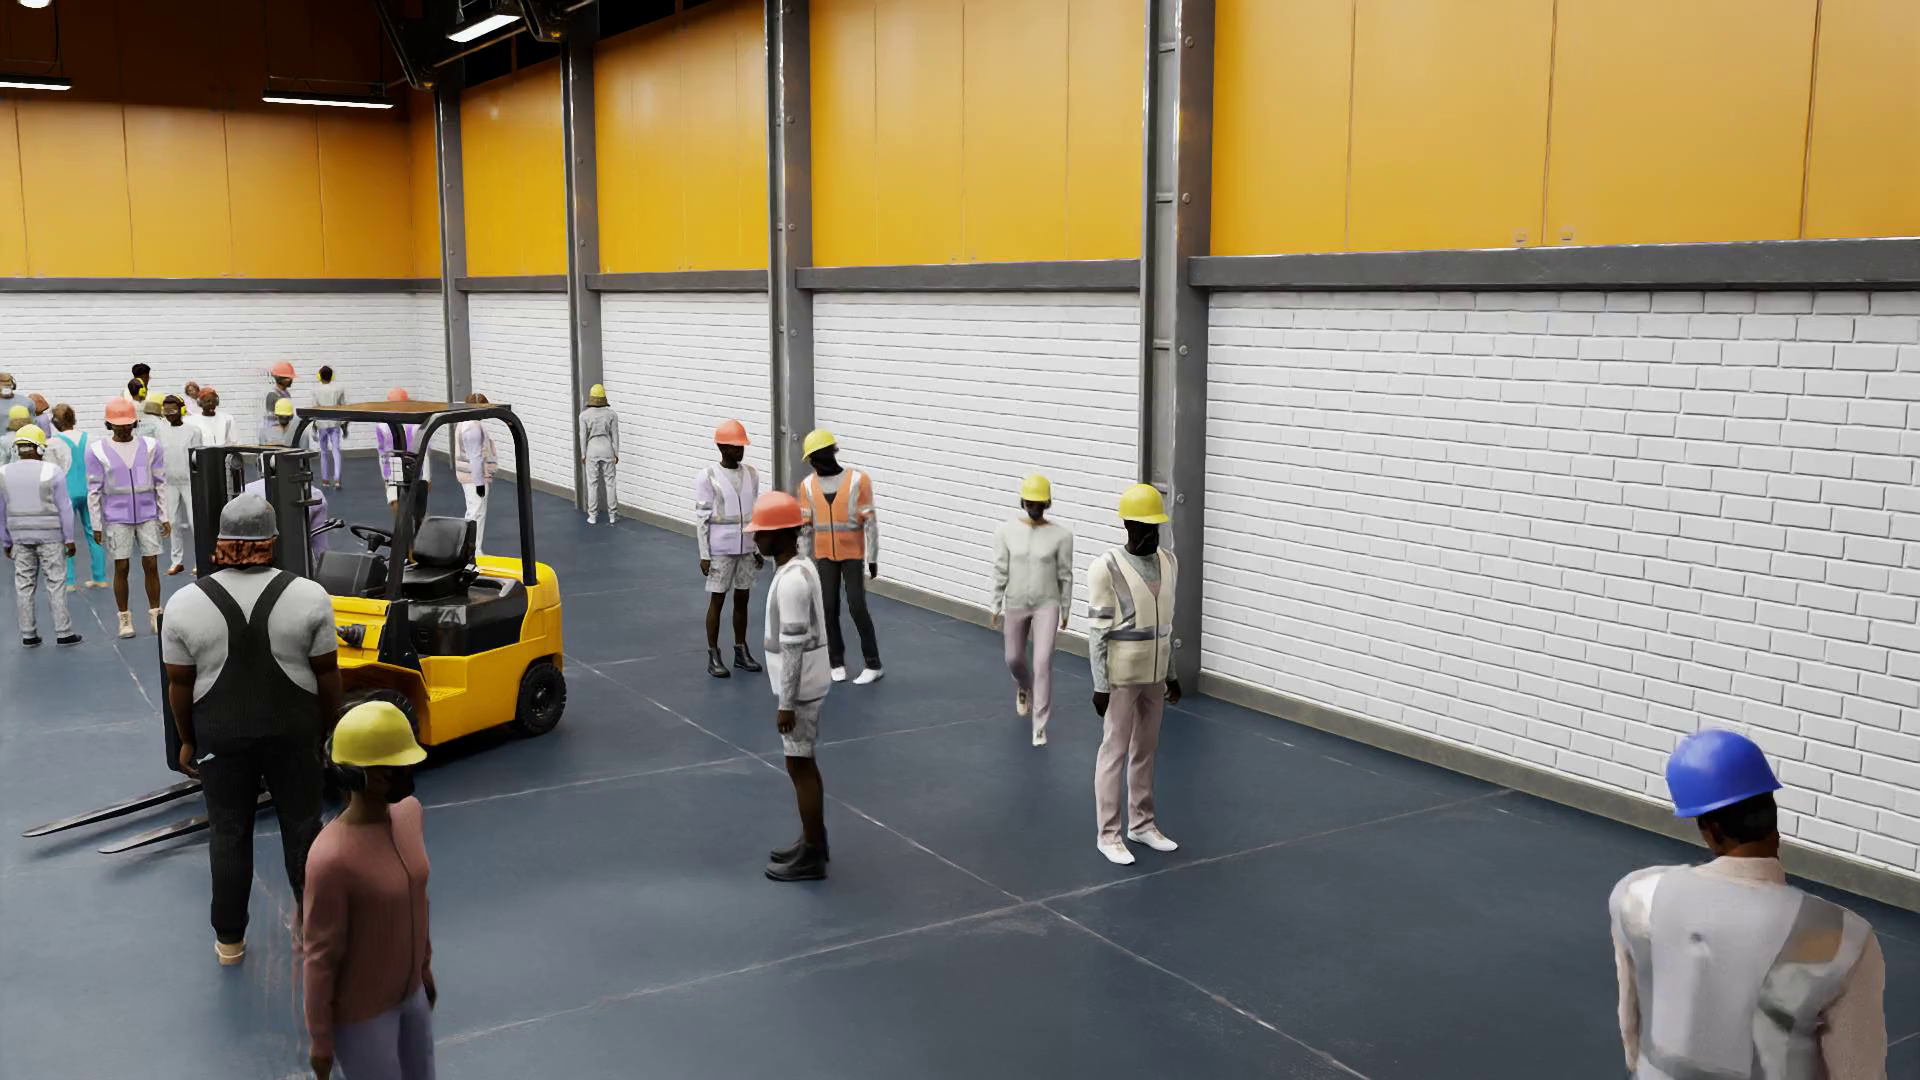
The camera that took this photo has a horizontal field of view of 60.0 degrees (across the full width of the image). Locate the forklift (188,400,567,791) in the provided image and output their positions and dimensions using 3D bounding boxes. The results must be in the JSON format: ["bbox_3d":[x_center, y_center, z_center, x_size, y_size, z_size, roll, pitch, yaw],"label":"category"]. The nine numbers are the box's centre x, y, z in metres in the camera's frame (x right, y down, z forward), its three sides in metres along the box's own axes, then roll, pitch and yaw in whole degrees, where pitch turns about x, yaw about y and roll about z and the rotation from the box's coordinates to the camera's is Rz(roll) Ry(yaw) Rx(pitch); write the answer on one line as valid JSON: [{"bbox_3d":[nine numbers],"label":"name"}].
[{"bbox_3d":[-3.529,0.258,10.348,1.214,2.155,2.313,4,9,25],"label":"forklift"}]

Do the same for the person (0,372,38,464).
[{"bbox_3d":[-11.565,-1.079,20.268,0.635,1.929,0.382,-8,11,-42],"label":"person"}]

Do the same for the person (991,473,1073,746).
[{"bbox_3d":[0.479,0.412,10.855,0.527,1.741,0.741,2,9,11],"label":"person"}]

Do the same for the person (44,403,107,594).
[{"bbox_3d":[-8.480,-0.397,15.955,0.361,1.838,0.539,6,10,34],"label":"person"}]

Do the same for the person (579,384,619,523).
[{"bbox_3d":[-4.519,-1.079,20.876,0.486,1.744,0.294,-2,9,-14],"label":"person"}]

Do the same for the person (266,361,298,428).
[{"bbox_3d":[-8.615,-1.285,21.343,0.666,2.014,0.629,-2,9,-13],"label":"person"}]

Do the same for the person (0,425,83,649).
[{"bbox_3d":[-7.465,-0.022,13.481,0.586,1.824,0.404,-1,8,-4],"label":"person"}]

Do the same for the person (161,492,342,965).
[{"bbox_3d":[-3.037,0.800,7.211,0.689,2.000,0.539,-3,9,-20],"label":"person"}]

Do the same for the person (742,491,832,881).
[{"bbox_3d":[-0.848,0.717,8.206,0.431,1.922,0.544,-1,8,-5],"label":"person"}]

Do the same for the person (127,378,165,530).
[{"bbox_3d":[-9.943,-1.033,20.175,0.530,1.862,0.327,4,9,23],"label":"person"}]

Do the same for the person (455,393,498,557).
[{"bbox_3d":[-5.100,-0.633,17.573,0.429,1.837,0.633,-3,9,-21],"label":"person"}]

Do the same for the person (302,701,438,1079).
[{"bbox_3d":[-1.745,1.305,4.758,0.581,1.754,0.526,2,9,10],"label":"person"}]

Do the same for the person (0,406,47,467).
[{"bbox_3d":[-9.982,-0.595,17.814,0.517,1.678,0.951,-2,9,-15],"label":"person"}]

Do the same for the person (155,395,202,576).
[{"bbox_3d":[-7.943,-0.555,16.964,0.514,1.861,0.321,1,8,6],"label":"person"}]

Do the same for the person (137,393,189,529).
[{"bbox_3d":[-9.545,-0.899,19.802,0.502,1.683,0.806,7,11,37],"label":"person"}]

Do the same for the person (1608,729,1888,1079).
[{"bbox_3d":[1.724,1.389,3.718,0.386,1.904,0.645,-5,10,-32],"label":"person"}]

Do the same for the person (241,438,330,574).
[{"bbox_3d":[-4.504,0.292,11.030,0.632,1.930,0.375,-5,10,-29],"label":"person"}]

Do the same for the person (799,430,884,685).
[{"bbox_3d":[-0.891,0.123,12.381,0.655,1.867,0.401,3,9,17],"label":"person"}]

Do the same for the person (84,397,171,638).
[{"bbox_3d":[-6.935,-0.183,13.903,0.615,2.028,0.409,-7,11,-39],"label":"person"}]

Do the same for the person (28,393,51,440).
[{"bbox_3d":[-11.593,-1.039,21.014,0.288,1.629,0.506,-6,11,-36],"label":"person"}]

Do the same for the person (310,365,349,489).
[{"bbox_3d":[-9.318,-1.665,24.608,0.542,1.821,0.989,-5,10,-29],"label":"person"}]

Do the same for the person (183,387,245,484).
[{"bbox_3d":[-8.431,-0.804,18.745,0.586,1.839,1.010,-8,12,-44],"label":"person"}]

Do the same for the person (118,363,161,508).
[{"bbox_3d":[-10.954,-1.393,22.291,0.599,1.959,0.381,1,9,10],"label":"person"}]

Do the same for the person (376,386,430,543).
[{"bbox_3d":[-6.057,-0.745,18.140,0.549,1.898,0.927,-2,9,-11],"label":"person"}]

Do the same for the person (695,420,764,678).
[{"bbox_3d":[-1.712,0.062,12.536,0.552,1.935,0.364,-7,11,-40],"label":"person"}]

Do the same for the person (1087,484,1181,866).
[{"bbox_3d":[0.904,0.670,8.466,0.593,1.926,0.366,-7,11,-40],"label":"person"}]

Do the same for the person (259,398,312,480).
[{"bbox_3d":[-7.290,-0.665,18.002,0.531,1.753,0.438,-3,9,-20],"label":"person"}]
